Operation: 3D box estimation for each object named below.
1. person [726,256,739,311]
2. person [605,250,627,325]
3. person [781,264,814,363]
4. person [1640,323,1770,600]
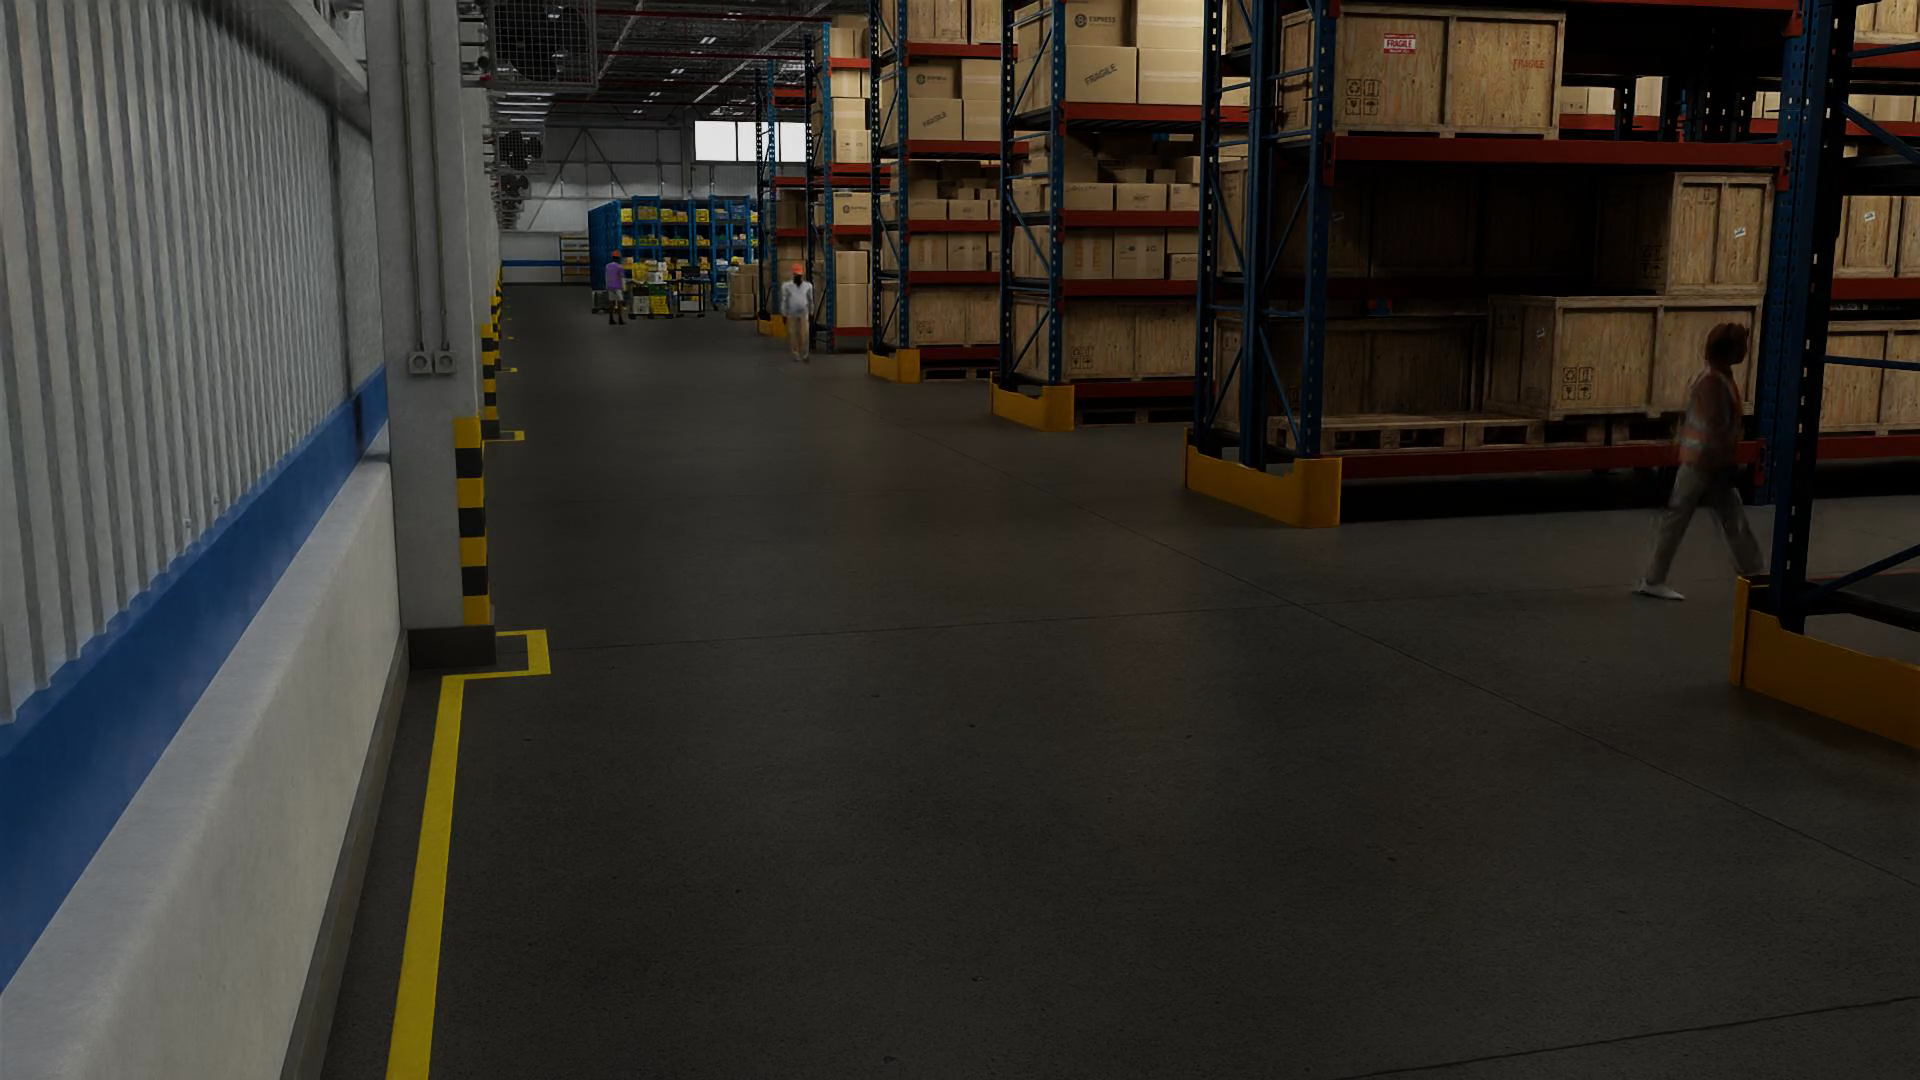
[{"bbox_3d":[-6.528,-7.325,48.103,0.485,1.734,0.348,5,11,27],"label":"person"},{"bbox_3d":[-8.907,-6.542,43.088,0.550,1.935,0.375,4,11,23],"label":"person"},{"bbox_3d":[-2.807,-3.919,28.876,0.591,1.700,0.885,-2,10,-12],"label":"person"},{"bbox_3d":[4.304,-0.413,9.363,0.865,1.592,0.520,8,13,37],"label":"person"}]
